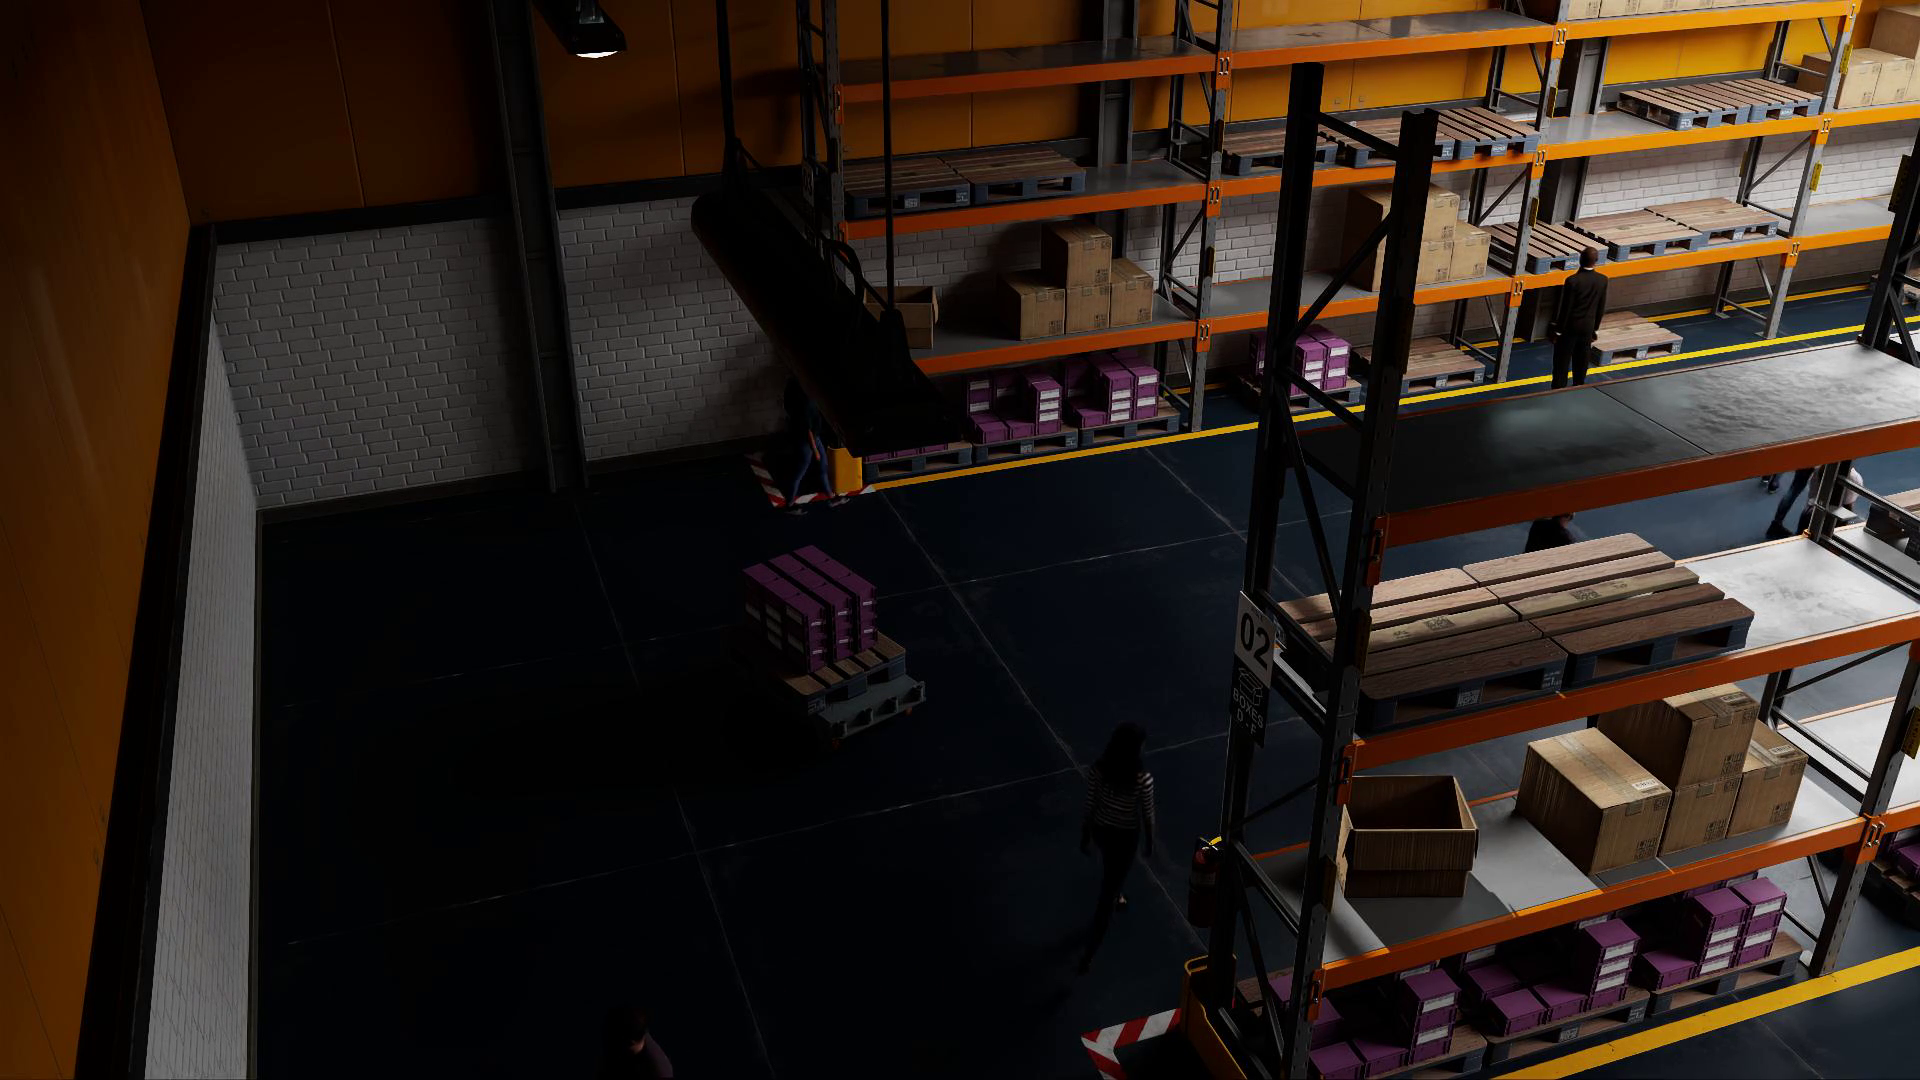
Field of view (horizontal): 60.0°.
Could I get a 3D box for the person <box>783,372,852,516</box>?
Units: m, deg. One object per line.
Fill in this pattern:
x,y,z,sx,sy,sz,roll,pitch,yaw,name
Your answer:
-1.596,-0.953,16.229,0.961,1.593,0.706,-4,29,-8,person

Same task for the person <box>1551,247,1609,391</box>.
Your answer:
6.836,-2.335,18.437,0.610,1.905,0.784,-5,29,-8,person

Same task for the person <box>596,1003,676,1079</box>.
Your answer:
-1.634,3.073,8.586,0.721,1.845,0.789,-21,35,-33,person

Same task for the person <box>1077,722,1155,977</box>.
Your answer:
0.969,2.011,10.636,1.125,1.745,1.173,11,30,19,person
